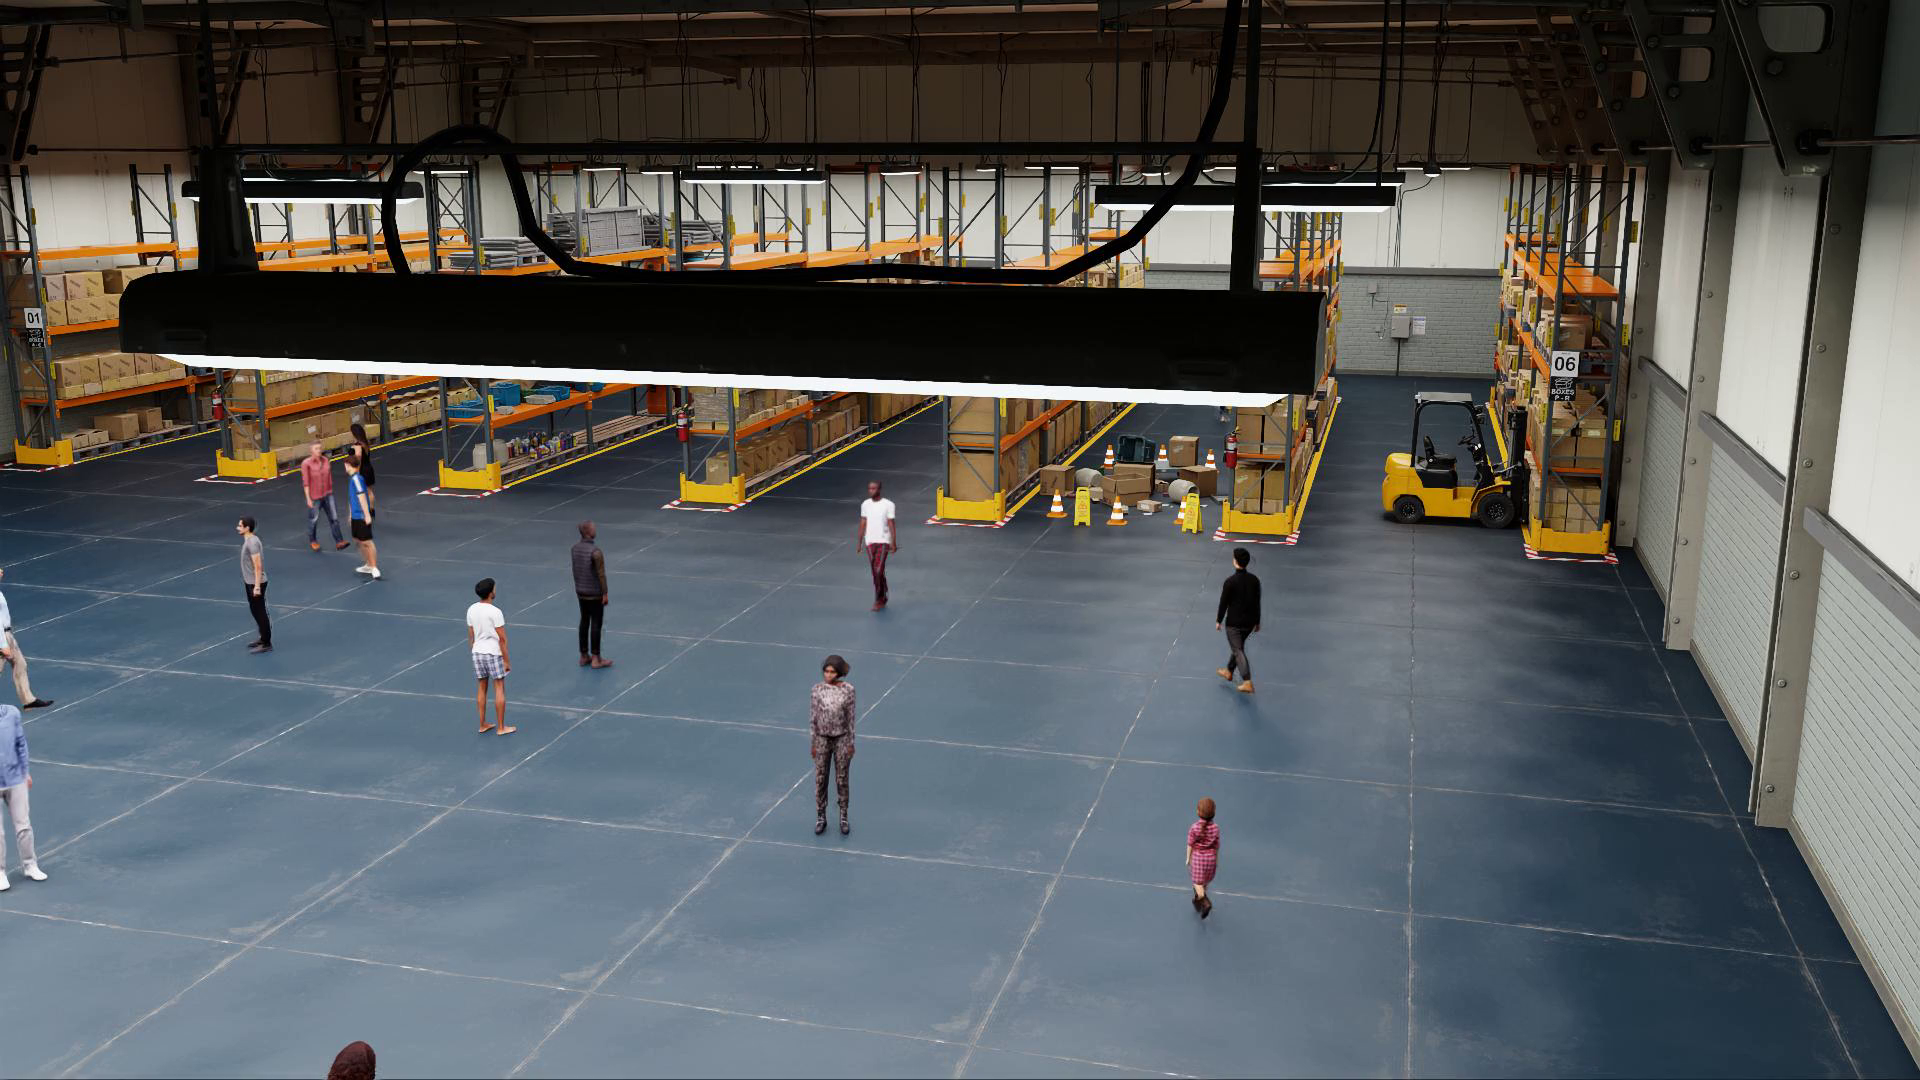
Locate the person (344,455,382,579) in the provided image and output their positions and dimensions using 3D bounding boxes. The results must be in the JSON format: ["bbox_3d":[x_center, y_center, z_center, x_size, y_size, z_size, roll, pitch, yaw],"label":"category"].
[{"bbox_3d":[-8.900,-0.350,24.889,0.904,1.833,0.874,-12,18,-43],"label":"person"}]

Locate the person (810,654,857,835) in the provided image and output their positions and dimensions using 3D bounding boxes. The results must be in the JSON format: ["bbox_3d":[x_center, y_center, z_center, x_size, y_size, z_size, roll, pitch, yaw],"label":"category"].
[{"bbox_3d":[-1.180,1.887,15.485,0.630,1.717,0.619,0,13,0],"label":"person"}]

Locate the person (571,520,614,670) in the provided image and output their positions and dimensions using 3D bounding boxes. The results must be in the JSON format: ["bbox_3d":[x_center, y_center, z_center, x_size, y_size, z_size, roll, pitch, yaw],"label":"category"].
[{"bbox_3d":[-4.571,0.658,20.531,0.772,1.835,0.718,10,16,37],"label":"person"}]

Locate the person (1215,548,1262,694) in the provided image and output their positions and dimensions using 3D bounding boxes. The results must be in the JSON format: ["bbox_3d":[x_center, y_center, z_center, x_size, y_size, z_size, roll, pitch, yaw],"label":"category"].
[{"bbox_3d":[3.313,0.972,19.507,1.072,1.685,1.170,-6,14,-24],"label":"person"}]

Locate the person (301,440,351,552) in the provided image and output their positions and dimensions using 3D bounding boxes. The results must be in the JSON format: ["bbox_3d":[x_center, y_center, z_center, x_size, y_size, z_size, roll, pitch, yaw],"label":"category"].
[{"bbox_3d":[-10.249,-0.693,26.468,1.109,1.789,1.223,11,17,39],"label":"person"}]

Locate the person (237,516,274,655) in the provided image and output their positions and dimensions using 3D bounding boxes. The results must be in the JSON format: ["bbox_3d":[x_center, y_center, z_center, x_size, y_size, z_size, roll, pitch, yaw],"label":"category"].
[{"bbox_3d":[-8.987,0.541,21.222,0.760,1.750,0.695,-7,15,-28],"label":"person"}]

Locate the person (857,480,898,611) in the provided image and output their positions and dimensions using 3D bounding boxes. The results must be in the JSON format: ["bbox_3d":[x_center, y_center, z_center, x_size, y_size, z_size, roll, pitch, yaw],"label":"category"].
[{"bbox_3d":[-1.096,0.045,23.216,0.782,1.819,0.828,7,15,28],"label":"person"}]

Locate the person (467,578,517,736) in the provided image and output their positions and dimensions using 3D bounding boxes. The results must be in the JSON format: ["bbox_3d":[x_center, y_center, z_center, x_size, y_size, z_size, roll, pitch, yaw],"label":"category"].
[{"bbox_3d":[-5.136,1.264,18.137,0.673,1.735,0.589,6,14,25],"label":"person"}]

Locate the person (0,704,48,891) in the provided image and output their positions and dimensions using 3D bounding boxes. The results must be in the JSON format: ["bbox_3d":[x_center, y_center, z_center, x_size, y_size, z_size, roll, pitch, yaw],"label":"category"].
[{"bbox_3d":[-8.281,2.066,14.335,0.803,1.888,0.689,12,17,41],"label":"person"}]

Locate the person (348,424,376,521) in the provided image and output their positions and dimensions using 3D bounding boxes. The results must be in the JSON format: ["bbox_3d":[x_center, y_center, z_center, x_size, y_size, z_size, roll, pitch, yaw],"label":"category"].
[{"bbox_3d":[-10.269,-1.158,28.643,0.768,1.713,0.617,0,13,1],"label":"person"}]

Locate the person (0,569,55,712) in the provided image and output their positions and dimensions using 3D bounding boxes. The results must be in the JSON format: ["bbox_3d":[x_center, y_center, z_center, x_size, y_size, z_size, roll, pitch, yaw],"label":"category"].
[{"bbox_3d":[-10.810,1.125,18.539,1.246,1.823,1.146,-8,15,-32],"label":"person"}]

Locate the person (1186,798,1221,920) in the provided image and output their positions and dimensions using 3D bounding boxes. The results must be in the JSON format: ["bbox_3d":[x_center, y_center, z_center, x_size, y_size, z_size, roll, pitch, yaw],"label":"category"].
[{"bbox_3d":[2.013,2.643,13.791,0.582,1.010,0.738,-2,13,-8],"label":"person"}]
